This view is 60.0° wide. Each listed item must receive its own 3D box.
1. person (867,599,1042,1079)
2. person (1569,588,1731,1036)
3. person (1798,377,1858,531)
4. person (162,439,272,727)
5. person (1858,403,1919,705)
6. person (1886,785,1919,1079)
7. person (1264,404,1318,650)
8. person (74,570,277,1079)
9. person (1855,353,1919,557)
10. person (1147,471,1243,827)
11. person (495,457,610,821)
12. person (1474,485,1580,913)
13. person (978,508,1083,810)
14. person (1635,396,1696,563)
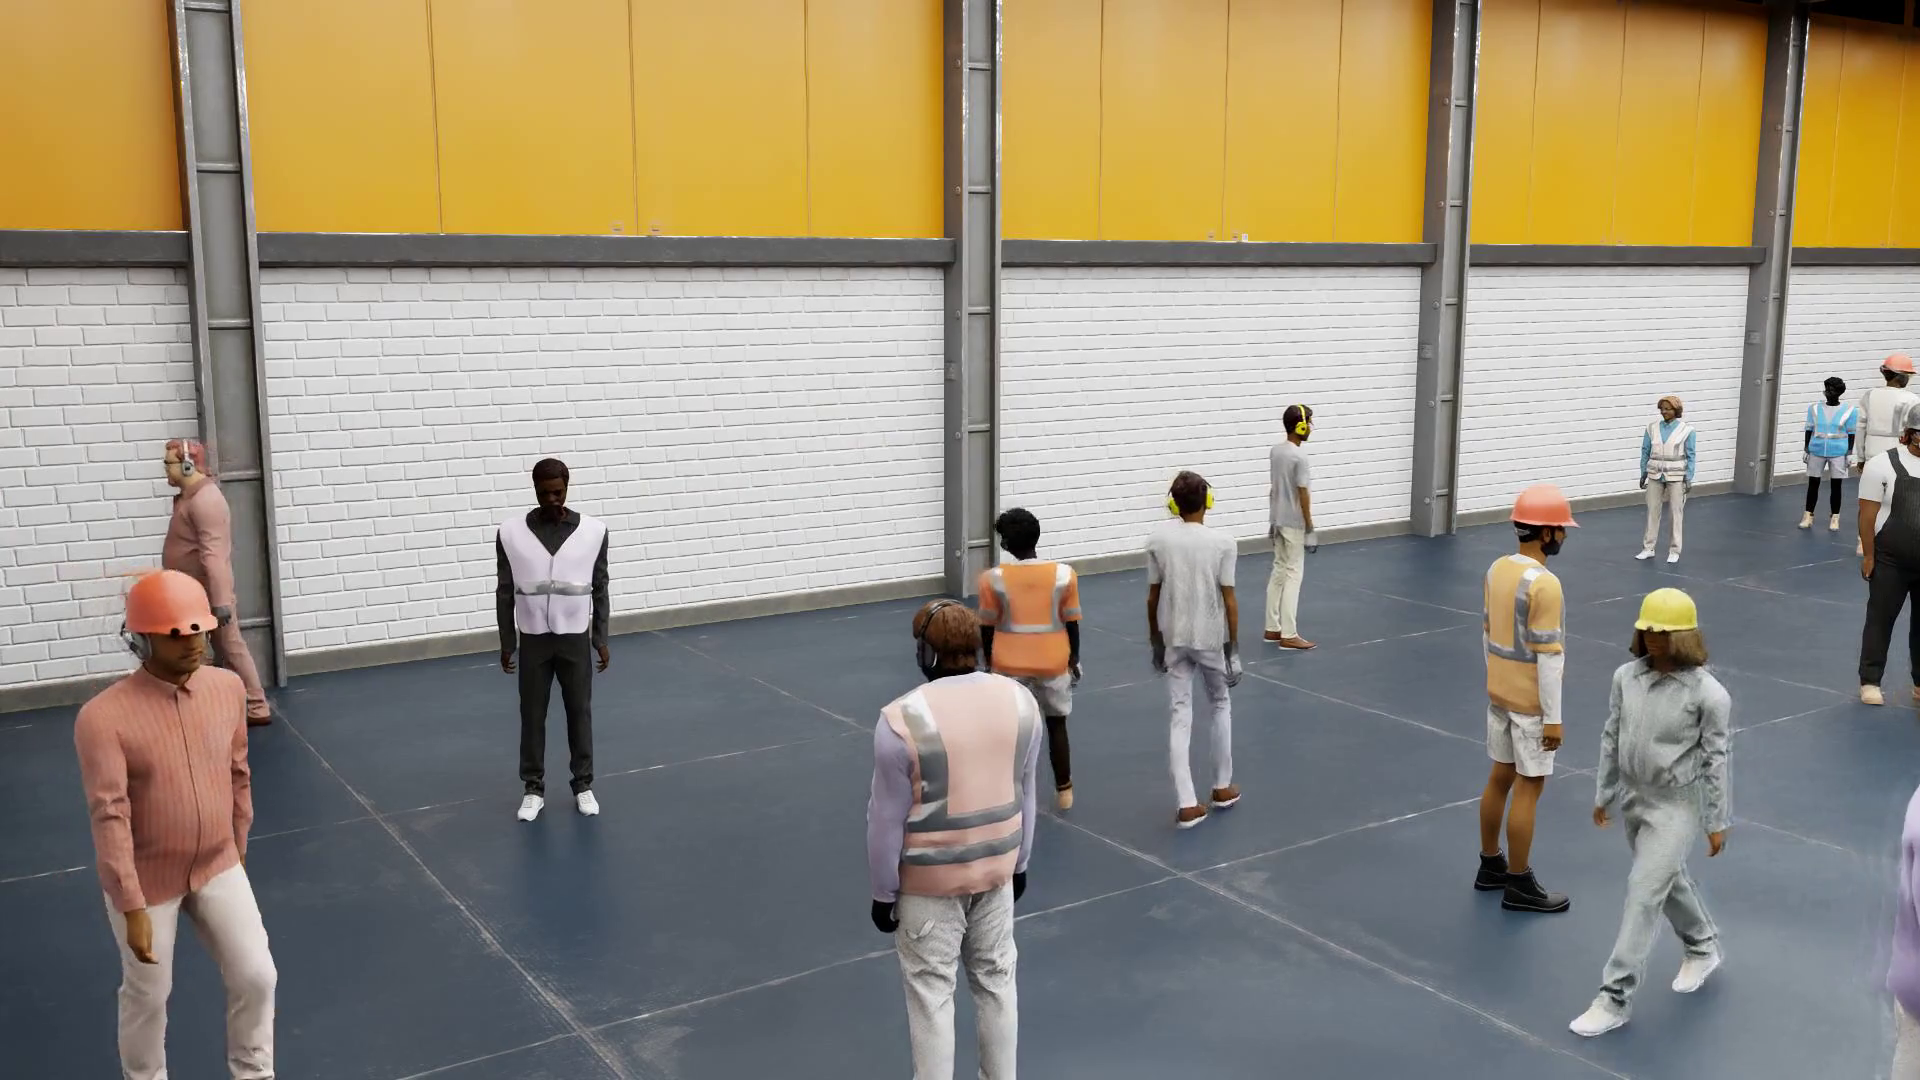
[{"bbox_3d":[-0.029,1.101,5.511,0.630,1.836,0.430,-6,11,-33],"label":"person"},{"bbox_3d":[2.723,1.008,6.440,0.903,1.701,0.491,-5,11,-27],"label":"person"},{"bbox_3d":[9.516,-0.944,18.232,0.529,1.695,0.321,8,12,38],"label":"person"},{"bbox_3d":[-4.750,0.313,10.182,0.954,1.856,0.659,-4,10,-24],"label":"person"},{"bbox_3d":[6.308,0.091,10.956,0.682,2.000,0.537,1,10,8],"label":"person"},{"bbox_3d":[2.616,1.232,4.464,0.638,1.915,0.883,-9,13,-43],"label":"person"},{"bbox_3d":[2.527,-0.101,12.659,0.331,1.861,0.534,-3,10,-17],"label":"person"},{"bbox_3d":[-2.431,1.071,5.272,0.760,1.969,0.619,6,11,32],"label":"person"},{"bbox_3d":[9.187,-0.823,16.465,0.393,2.039,0.611,-5,11,-27],"label":"person"},{"bbox_3d":[1.268,0.551,8.804,0.549,1.833,0.788,4,10,24],"label":"person"},{"bbox_3d":[-2.139,0.513,8.791,0.592,1.917,0.392,-2,10,-14],"label":"person"},{"bbox_3d":[2.586,0.710,7.545,0.362,1.934,0.551,-2,10,-9],"label":"person"},{"bbox_3d":[0.374,0.654,8.717,0.567,1.666,0.521,0,9,-1],"label":"person"},{"bbox_3d":[6.921,-0.594,16.293,0.521,1.638,0.311,9,13,44],"label":"person"}]
